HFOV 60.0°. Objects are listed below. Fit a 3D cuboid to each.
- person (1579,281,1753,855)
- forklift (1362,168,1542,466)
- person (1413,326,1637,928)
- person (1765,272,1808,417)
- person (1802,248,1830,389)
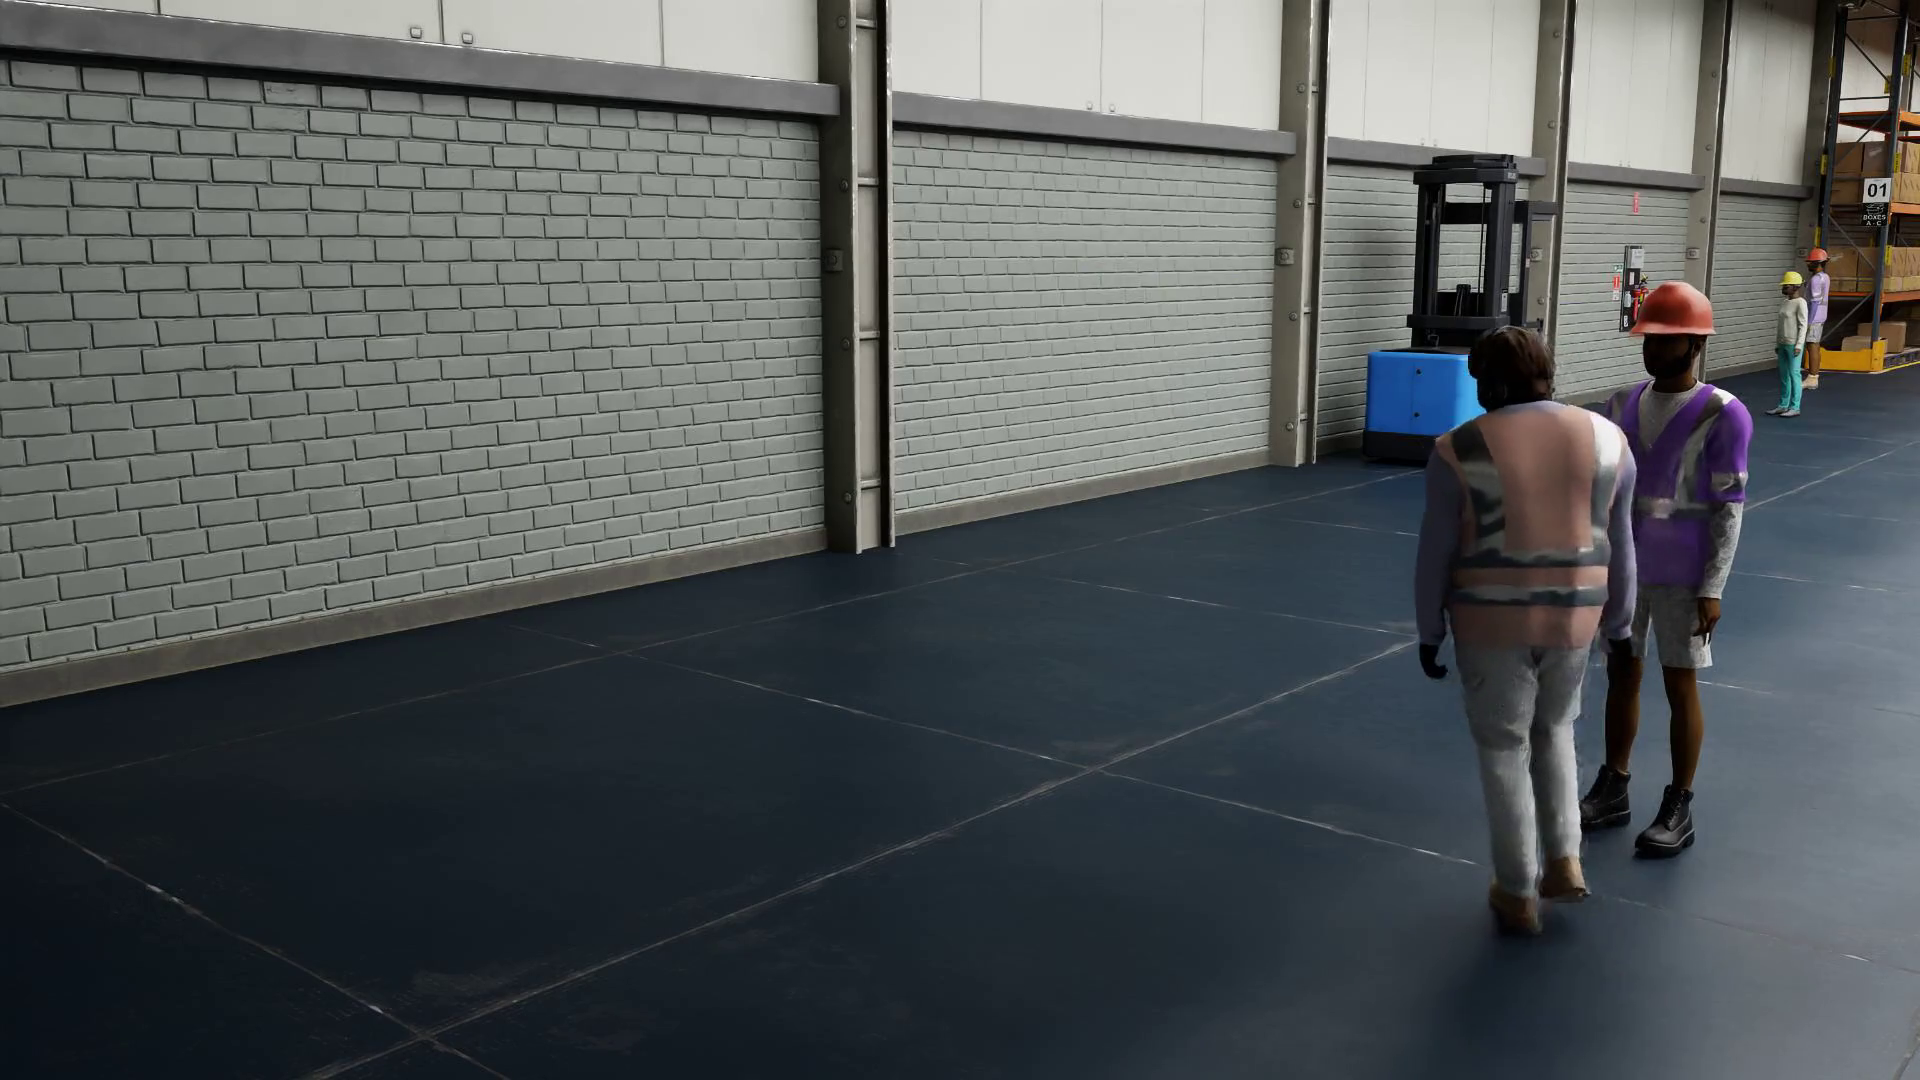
[{"bbox_3d":[2.385,0.094,5.709,0.349,1.942,0.545,-7,12,-34],"label":"person"},{"bbox_3d":[4.875,-2.212,16.287,1.129,2.768,1.873,8,13,40],"label":"forklift"},{"bbox_3d":[1.696,0.269,5.052,0.650,1.822,0.444,0,10,-2],"label":"person"},{"bbox_3d":[10.150,-2.395,20.376,0.329,1.767,0.528,0,10,-1],"label":"person"},{"bbox_3d":[12.528,-3.247,24.441,0.370,2.044,0.608,7,12,36],"label":"person"}]
